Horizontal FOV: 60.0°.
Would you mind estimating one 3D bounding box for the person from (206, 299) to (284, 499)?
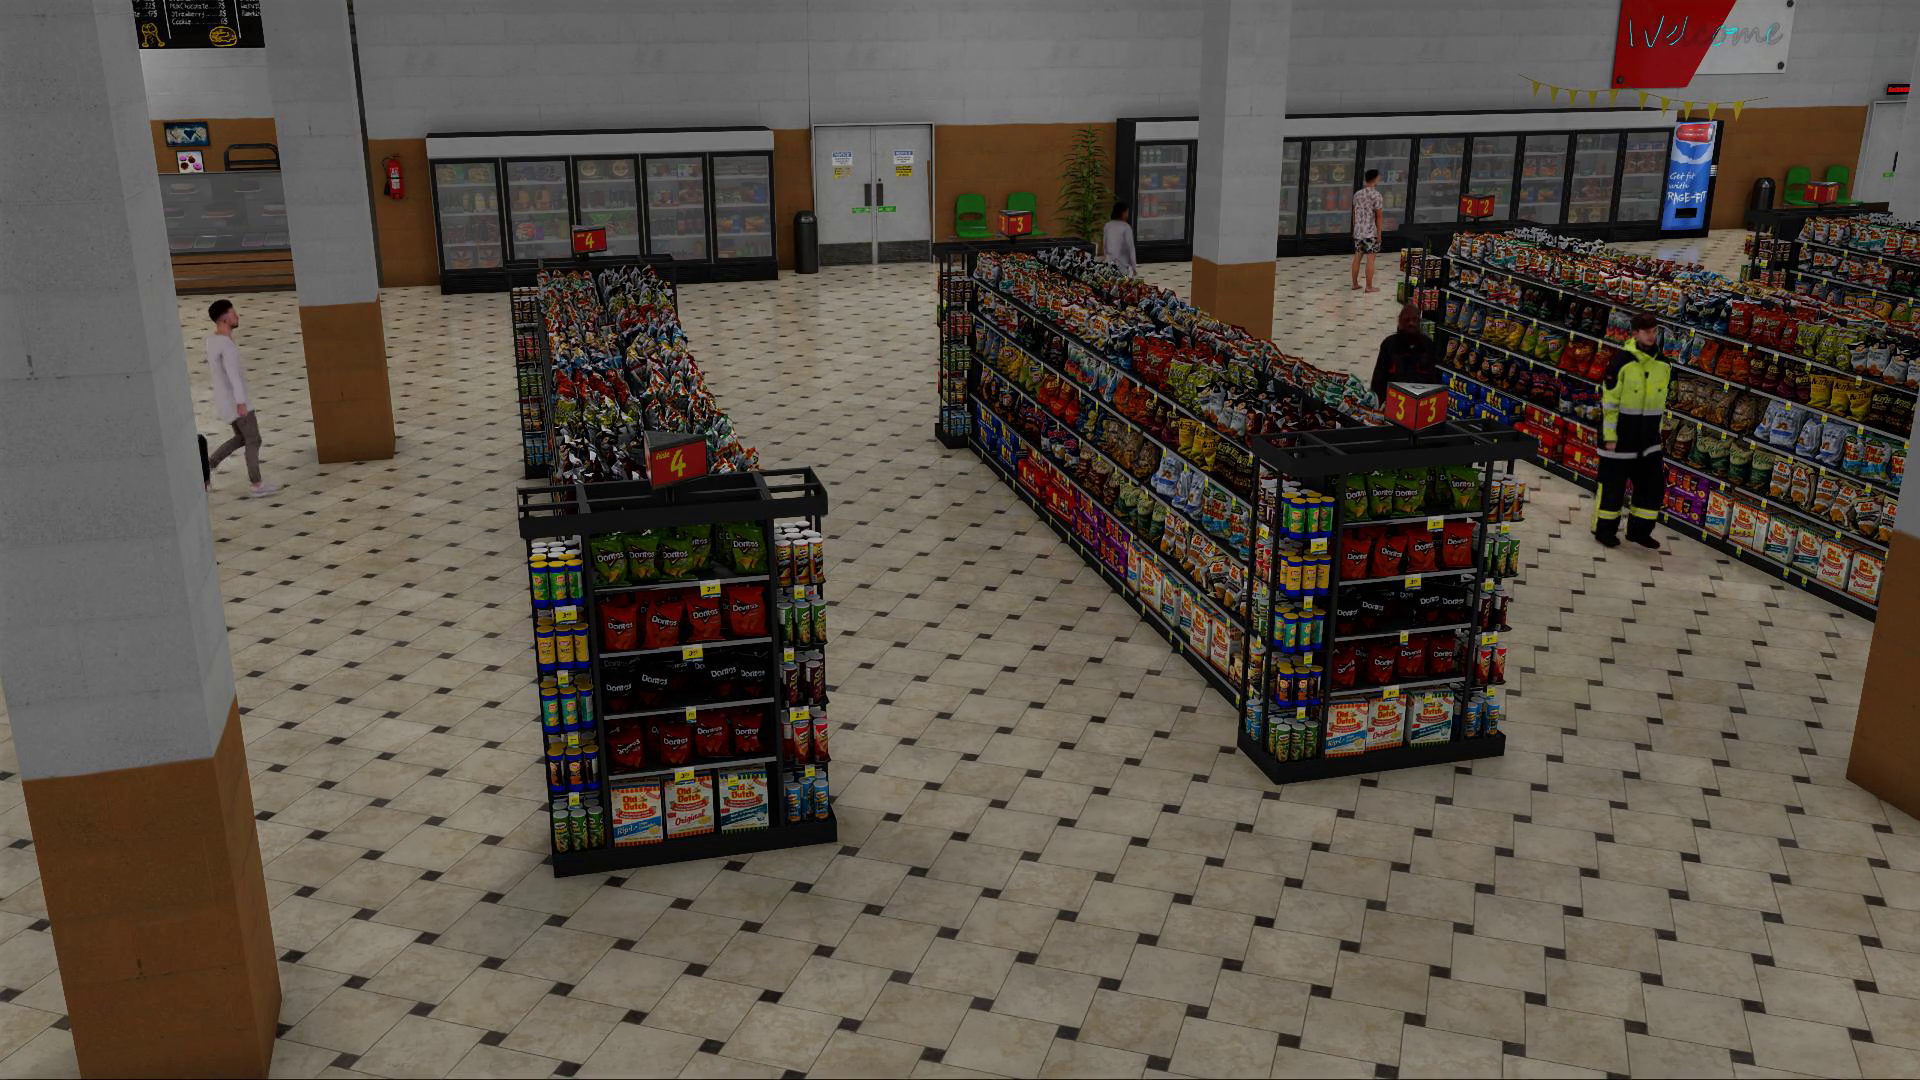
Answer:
[{"bbox_3d":[-6.565,-1.236,14.885,0.975,1.823,1.022,-14,23,-36],"label":"person"}]

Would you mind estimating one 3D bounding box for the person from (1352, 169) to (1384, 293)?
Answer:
[{"bbox_3d":[6.141,-4.676,25.097,0.803,1.816,0.661,-15,24,-38],"label":"person"}]

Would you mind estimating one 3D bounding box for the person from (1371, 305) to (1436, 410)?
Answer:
[{"bbox_3d":[3.937,-1.211,14.850,0.955,1.798,1.175,1,19,3],"label":"person"}]

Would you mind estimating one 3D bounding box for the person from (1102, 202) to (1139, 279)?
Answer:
[{"bbox_3d":[2.027,-3.607,22.073,0.806,1.723,0.695,-14,23,-36],"label":"person"}]

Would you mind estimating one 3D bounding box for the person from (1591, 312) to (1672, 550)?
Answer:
[{"bbox_3d":[5.486,-0.922,13.725,0.776,1.968,0.761,-5,19,-14],"label":"person"}]
